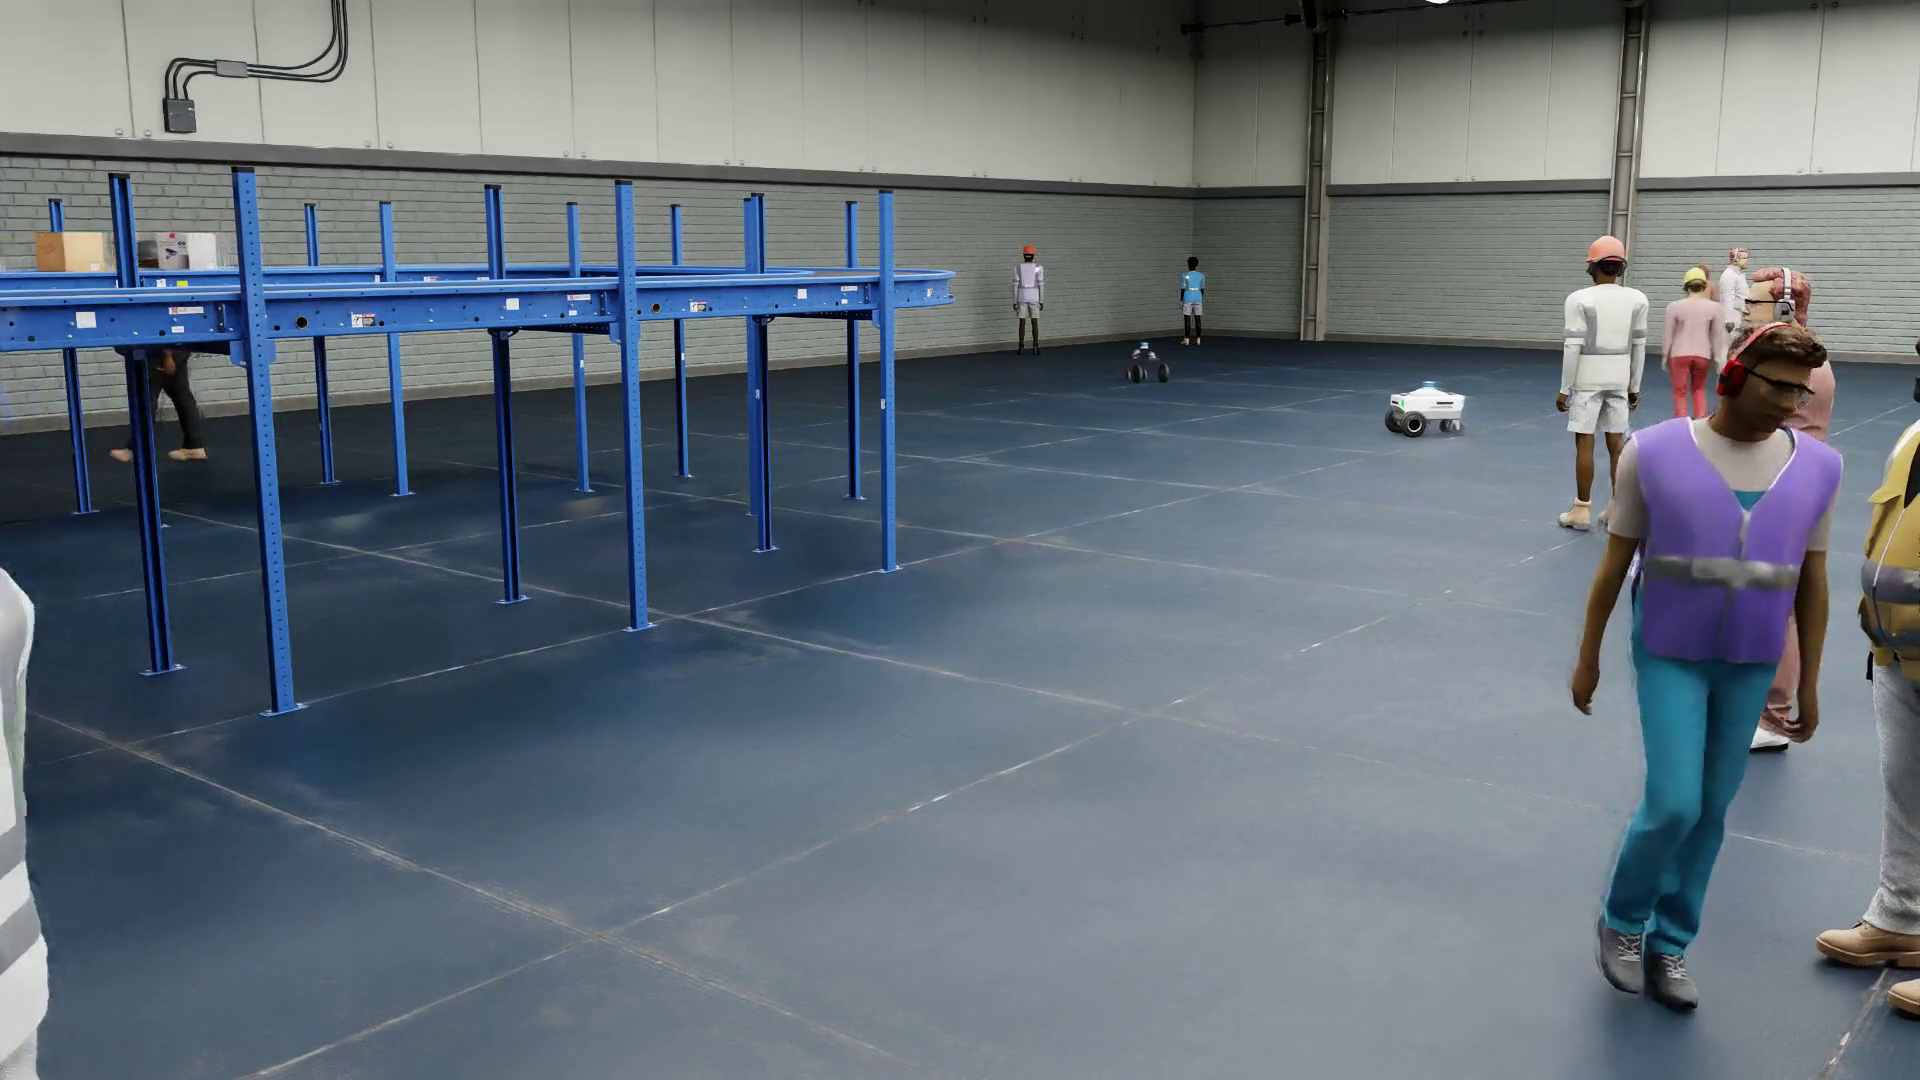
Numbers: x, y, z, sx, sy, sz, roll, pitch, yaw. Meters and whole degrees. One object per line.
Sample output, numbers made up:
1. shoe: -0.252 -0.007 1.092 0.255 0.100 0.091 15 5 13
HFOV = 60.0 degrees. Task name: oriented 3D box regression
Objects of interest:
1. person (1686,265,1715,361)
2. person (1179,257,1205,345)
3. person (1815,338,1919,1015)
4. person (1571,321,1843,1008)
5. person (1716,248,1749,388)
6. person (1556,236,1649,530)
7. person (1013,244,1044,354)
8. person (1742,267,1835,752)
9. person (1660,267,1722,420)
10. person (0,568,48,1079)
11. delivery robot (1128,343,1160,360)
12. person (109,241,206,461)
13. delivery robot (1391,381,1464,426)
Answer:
1. person: 12.318 -3.783 27.790 0.533 1.588 0.853 -4 11 -19
2. person: 4.474 -4.610 32.097 0.538 1.696 0.317 -4 11 -21
3. person: 2.593 0.319 4.381 0.428 1.842 0.631 0 10 -2
4. person: 1.951 0.335 4.368 0.633 1.810 0.451 0 10 1
5. person: 10.548 -3.013 22.668 0.409 1.909 0.639 6 12 30
6. person: 4.485 -1.101 11.694 0.615 2.040 0.391 -2 10 -9
7. person: 1.215 -4.281 29.603 0.553 1.935 0.361 1 10 3
8. person: 3.193 -0.122 6.642 0.407 1.910 0.638 2 10 11
9. person: 7.177 -1.795 16.356 0.531 1.752 0.375 1 10 7
10. person: -1.458 0.670 2.240 0.574 1.957 0.612 2 10 12
11. delivery robot: 2.660 -2.731 23.987 0.335 0.223 0.699 -3 11 -18
12. person: -7.408 -1.709 15.184 0.896 2.000 0.702 -3 11 -16
13. delivery robot: 4.893 -1.417 17.410 0.707 0.478 0.477 -2 10 -7
